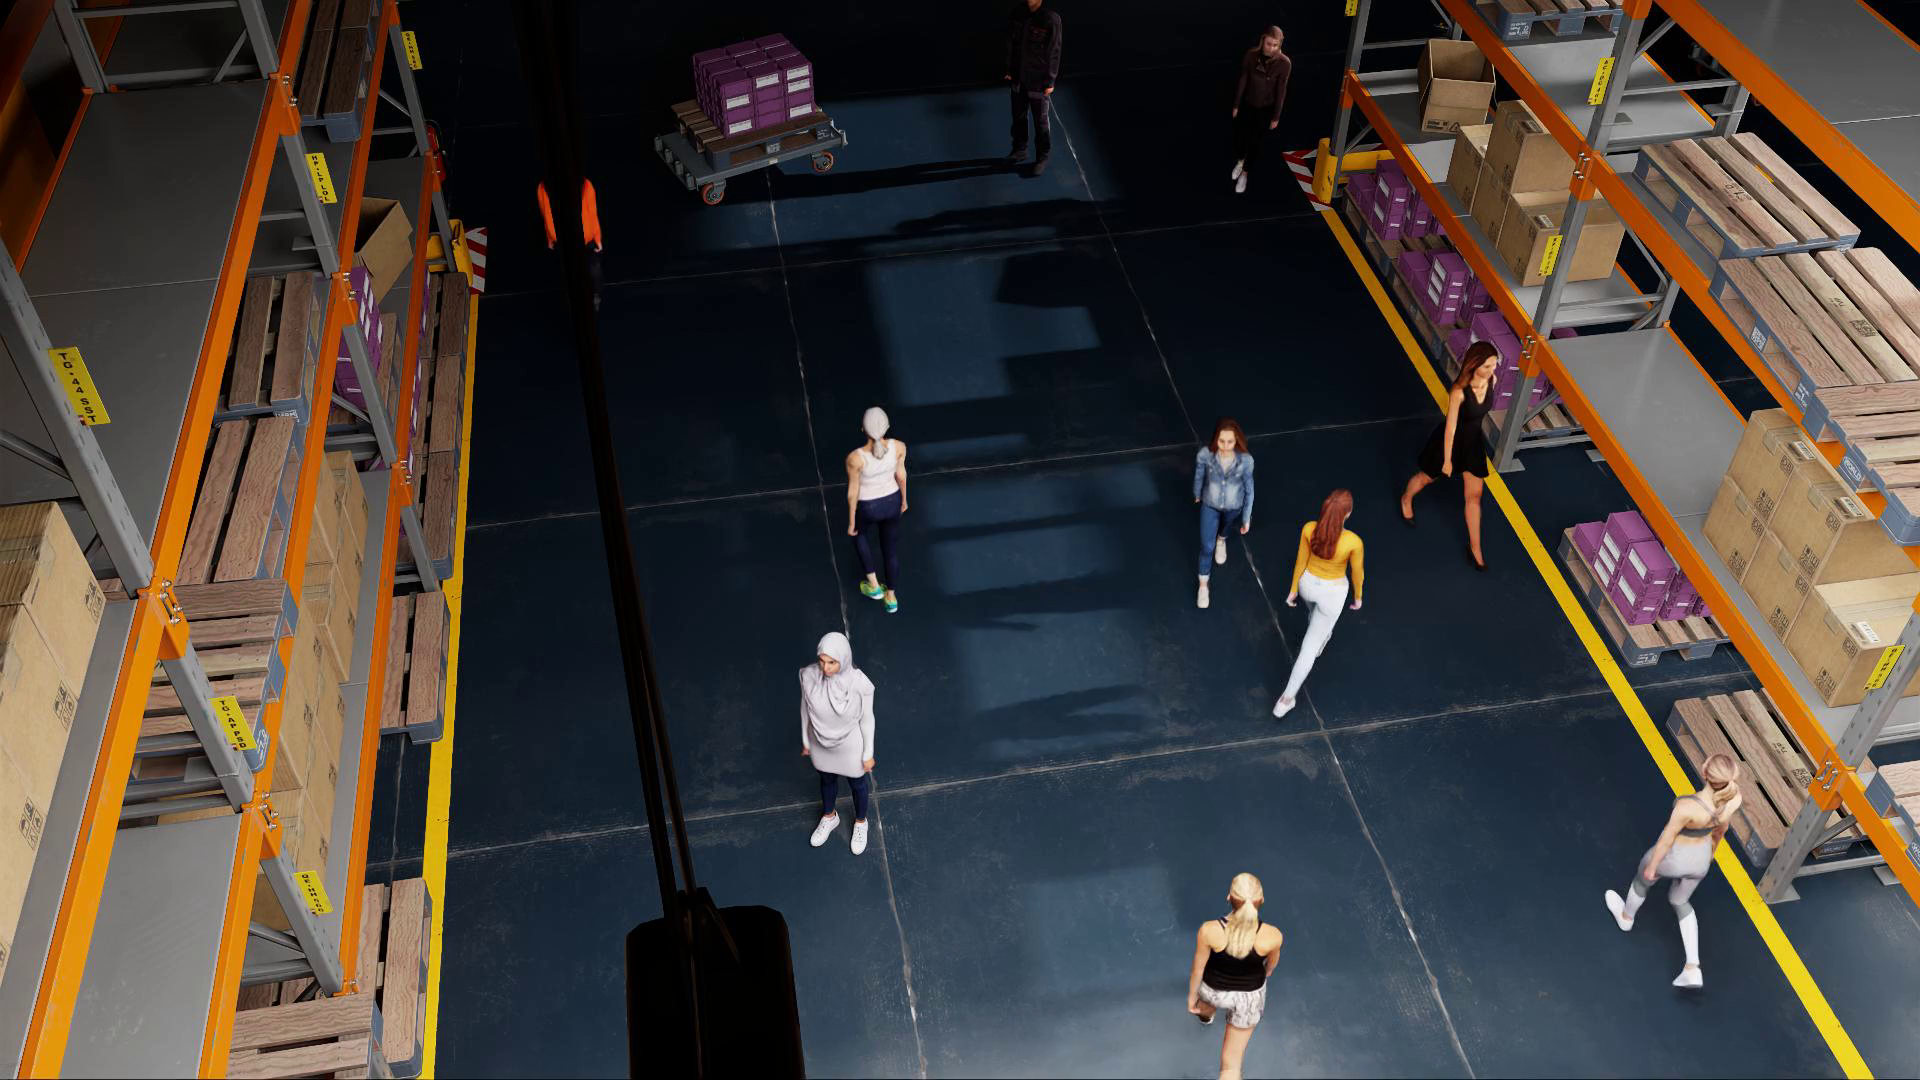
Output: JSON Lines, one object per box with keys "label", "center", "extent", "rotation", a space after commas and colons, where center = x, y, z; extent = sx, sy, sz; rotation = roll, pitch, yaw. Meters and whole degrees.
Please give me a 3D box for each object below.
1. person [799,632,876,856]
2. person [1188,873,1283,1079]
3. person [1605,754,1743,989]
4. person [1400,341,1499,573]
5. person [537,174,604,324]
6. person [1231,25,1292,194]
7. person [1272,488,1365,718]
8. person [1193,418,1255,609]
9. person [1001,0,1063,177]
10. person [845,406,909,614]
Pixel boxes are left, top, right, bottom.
{"label": "person", "center": [-0.713, 1.185, 9.805], "extent": [0.684, 1.775, 0.673], "rotation": [11, 45, 11]}
{"label": "person", "center": [1.393, 2.398, 8.522], "extent": [0.881, 1.789, 1.250], "rotation": [7, 44, 8]}
{"label": "person", "center": [4.024, 1.830, 9.196], "extent": [0.574, 1.682, 1.027], "rotation": [-8, 44, -8]}
{"label": "person", "center": [3.426, -0.668, 11.746], "extent": [0.815, 1.783, 1.187], "rotation": [-21, 47, -21]}
{"label": "person", "center": [-3.154, -2.390, 13.603], "extent": [0.623, 1.713, 1.095], "rotation": [-6, 44, -7]}
{"label": "person", "center": [2.767, -4.002, 15.318], "extent": [0.767, 1.682, 0.799], "rotation": [18, 46, 18]}
{"label": "person", "center": [2.286, 0.417, 10.662], "extent": [1.114, 1.705, 1.224], "rotation": [23, 48, 22]}
{"label": "person", "center": [1.844, -0.303, 11.612], "extent": [0.773, 1.437, 1.068], "rotation": [5, 44, 5]}
{"label": "person", "center": [0.674, -4.361, 15.503], "extent": [0.782, 1.946, 0.838], "rotation": [25, 49, 24]}
{"label": "person", "center": [-0.521, -0.141, 11.266], "extent": [0.693, 1.680, 0.707], "rotation": [-17, 46, -17]}
